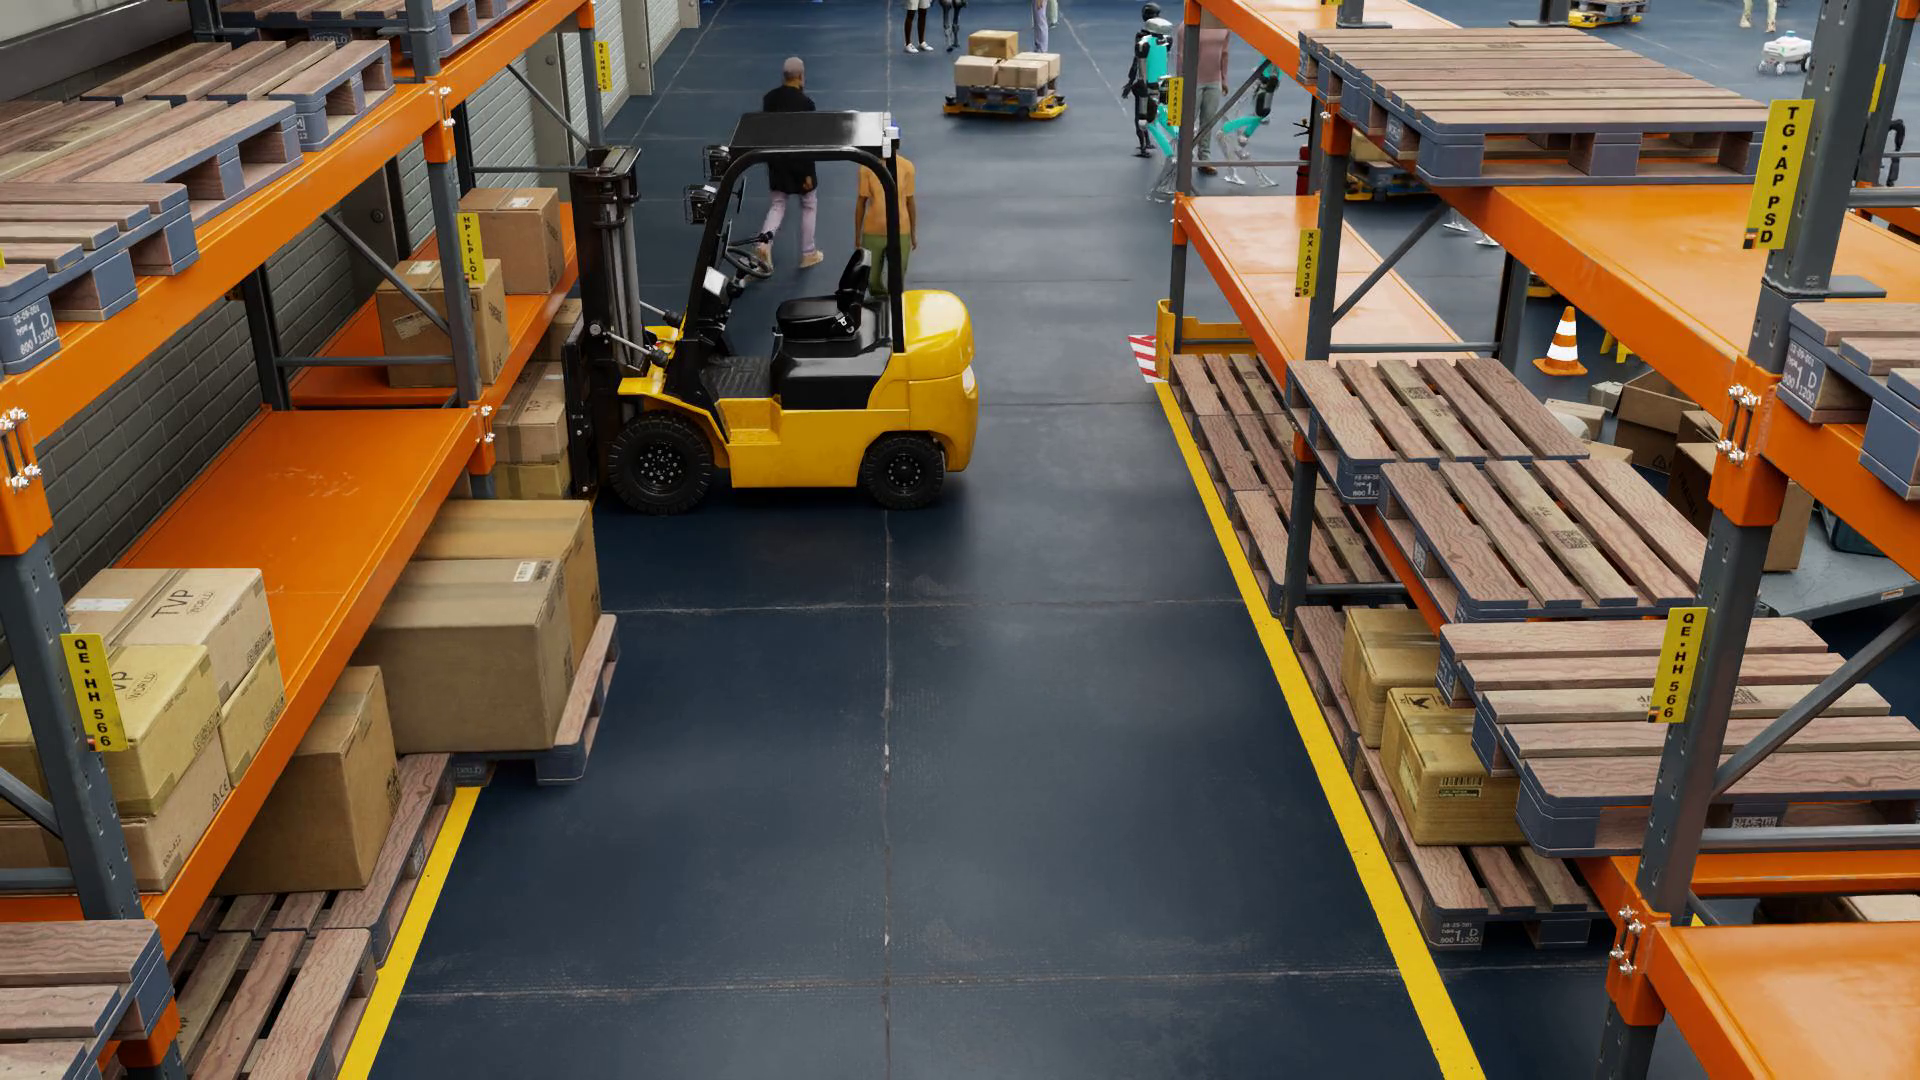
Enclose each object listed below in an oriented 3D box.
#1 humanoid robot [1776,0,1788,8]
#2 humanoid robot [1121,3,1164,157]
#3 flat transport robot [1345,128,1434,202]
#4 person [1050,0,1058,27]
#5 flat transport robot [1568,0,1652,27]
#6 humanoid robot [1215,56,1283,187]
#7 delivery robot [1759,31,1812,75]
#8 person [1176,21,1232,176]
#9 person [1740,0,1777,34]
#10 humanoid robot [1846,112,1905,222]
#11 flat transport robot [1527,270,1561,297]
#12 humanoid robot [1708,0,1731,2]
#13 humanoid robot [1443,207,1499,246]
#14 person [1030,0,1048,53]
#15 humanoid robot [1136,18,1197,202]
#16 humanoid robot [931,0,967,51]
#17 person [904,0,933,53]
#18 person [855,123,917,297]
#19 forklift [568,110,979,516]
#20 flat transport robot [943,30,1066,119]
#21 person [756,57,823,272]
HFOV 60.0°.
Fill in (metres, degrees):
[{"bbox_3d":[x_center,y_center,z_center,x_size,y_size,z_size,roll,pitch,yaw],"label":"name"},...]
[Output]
[{"bbox_3d":[14.690,-10.343,29.567,0.613,1.645,0.482,-18,31,-33],"label":"humanoid robot"},{"bbox_3d":[2.024,-5.097,18.447,0.392,1.657,0.598,18,31,33],"label":"humanoid robot"},{"bbox_3d":[4.479,-3.687,17.112,1.431,0.231,0.659,-5,26,-11],"label":"flat transport robot"},{"bbox_3d":[1.414,-9.209,27.119,0.572,1.708,0.906,7,26,15],"label":"person"},{"bbox_3d":[10.722,-8.780,27.898,1.431,0.231,0.659,-16,30,-30],"label":"flat transport robot"},{"bbox_3d":[2.920,-4.439,17.010,0.879,1.777,0.530,1,25,3],"label":"humanoid robot"},{"bbox_3d":[11.746,-6.911,23.617,0.807,0.606,0.499,-15,29,-29],"label":"delivery robot"},{"bbox_3d":[2.567,-4.833,17.589,0.630,1.935,0.363,-9,27,-19],"label":"person"},{"bbox_3d":[13.078,-9.209,26.975,0.498,1.839,0.961,3,25,6],"label":"person"},{"bbox_3d":[7.630,-3.025,14.098,0.583,1.662,0.414,7,26,15],"label":"humanoid robot"},{"bbox_3d":[5.434,-2.182,13.925,1.431,0.231,0.659,4,26,9],"label":"flat transport robot"},{"bbox_3d":[13.923,-10.496,29.880,0.544,1.771,1.045,-9,27,-19],"label":"humanoid robot"},{"bbox_3d":[4.688,-3.600,15.230,0.545,1.775,0.934,-23,34,-39],"label":"humanoid robot"},{"bbox_3d":[1.160,-7.910,24.206,0.389,1.847,0.563,-4,26,-8],"label":"person"},{"bbox_3d":[2.097,-4.264,16.567,0.683,1.766,0.532,19,31,34],"label":"humanoid robot"},{"bbox_3d":[-0.143,-8.272,25.241,0.614,1.644,0.669,-12,28,-24],"label":"humanoid robot"},{"bbox_3d":[-0.649,-8.318,25.025,0.376,1.893,0.539,23,34,40],"label":"person"},{"bbox_3d":[-0.557,-2.282,12.455,0.453,1.708,0.461,-1,25,-3],"label":"person"},{"bbox_3d":[-1.043,-1.379,9.976,2.313,2.155,1.214,-1,25,-2],"label":"forklift"},{"bbox_3d":[0.563,-5.489,20.927,1.431,0.231,0.659,7,26,15],"label":"flat transport robot"},{"bbox_3d":[-1.469,-3.181,14.214,0.530,1.828,0.802,11,27,22],"label":"person"}]
